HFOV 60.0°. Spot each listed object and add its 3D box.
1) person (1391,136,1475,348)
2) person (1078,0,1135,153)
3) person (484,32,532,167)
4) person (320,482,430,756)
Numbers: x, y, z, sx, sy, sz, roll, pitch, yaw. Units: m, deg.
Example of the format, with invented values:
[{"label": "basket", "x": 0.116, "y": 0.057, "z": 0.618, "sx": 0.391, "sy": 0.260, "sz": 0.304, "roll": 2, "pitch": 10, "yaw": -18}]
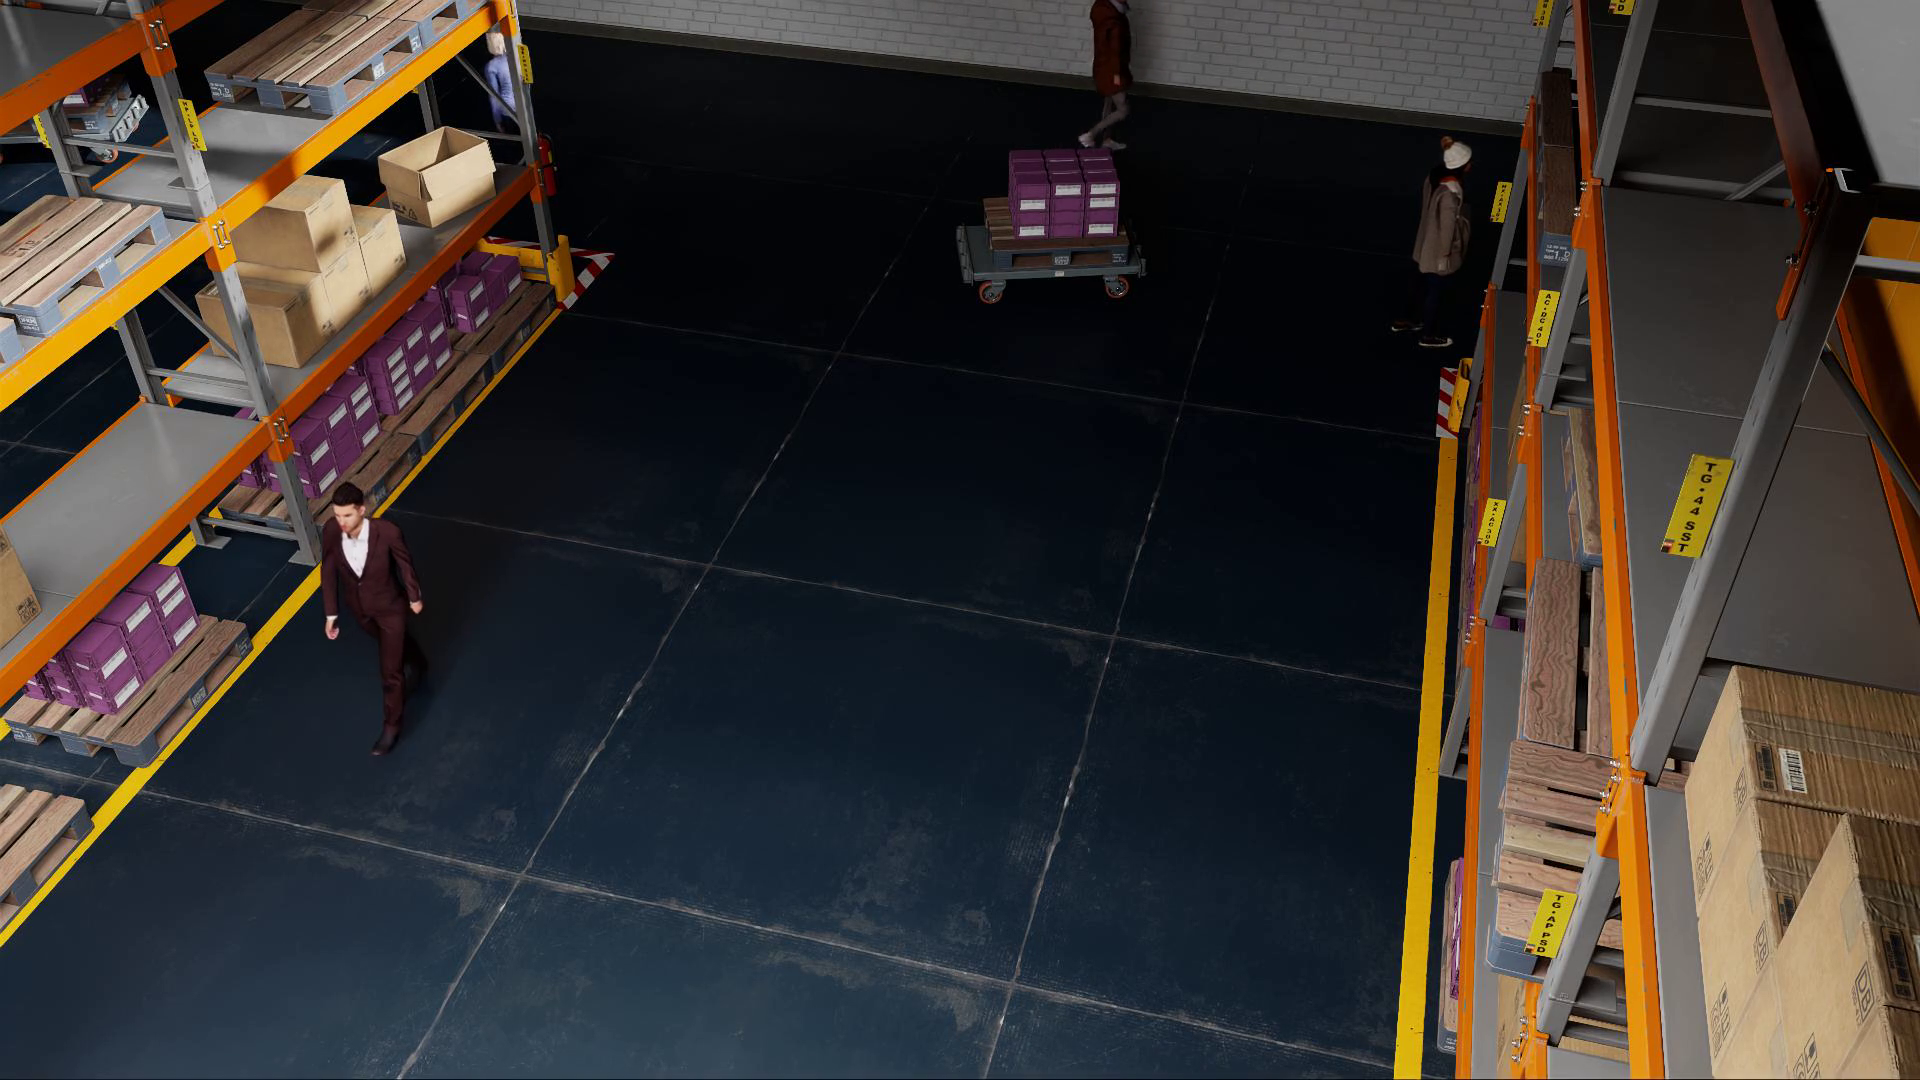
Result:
[{"label": "person", "x": 4.000, "y": -2.532, "z": 14.027, "sx": 0.864, "sy": 1.892, "sz": 0.760, "roll": -3, "pitch": 39, "yaw": -4}, {"label": "person", "x": 1.461, "y": -4.738, "z": 16.839, "sx": 0.977, "sy": 1.830, "sz": 0.934, "roll": -10, "pitch": 40, "yaw": -13}, {"label": "person", "x": -4.309, "y": -4.165, "z": 16.197, "sx": 0.825, "sy": 1.736, "sz": 0.721, "roll": 31, "pitch": 48, "yaw": 33}, {"label": "person", "x": -3.647, "y": 0.356, "z": 10.474, "sx": 0.761, "sy": 1.814, "sz": 1.227, "roll": 5, "pitch": 39, "yaw": 7}]
